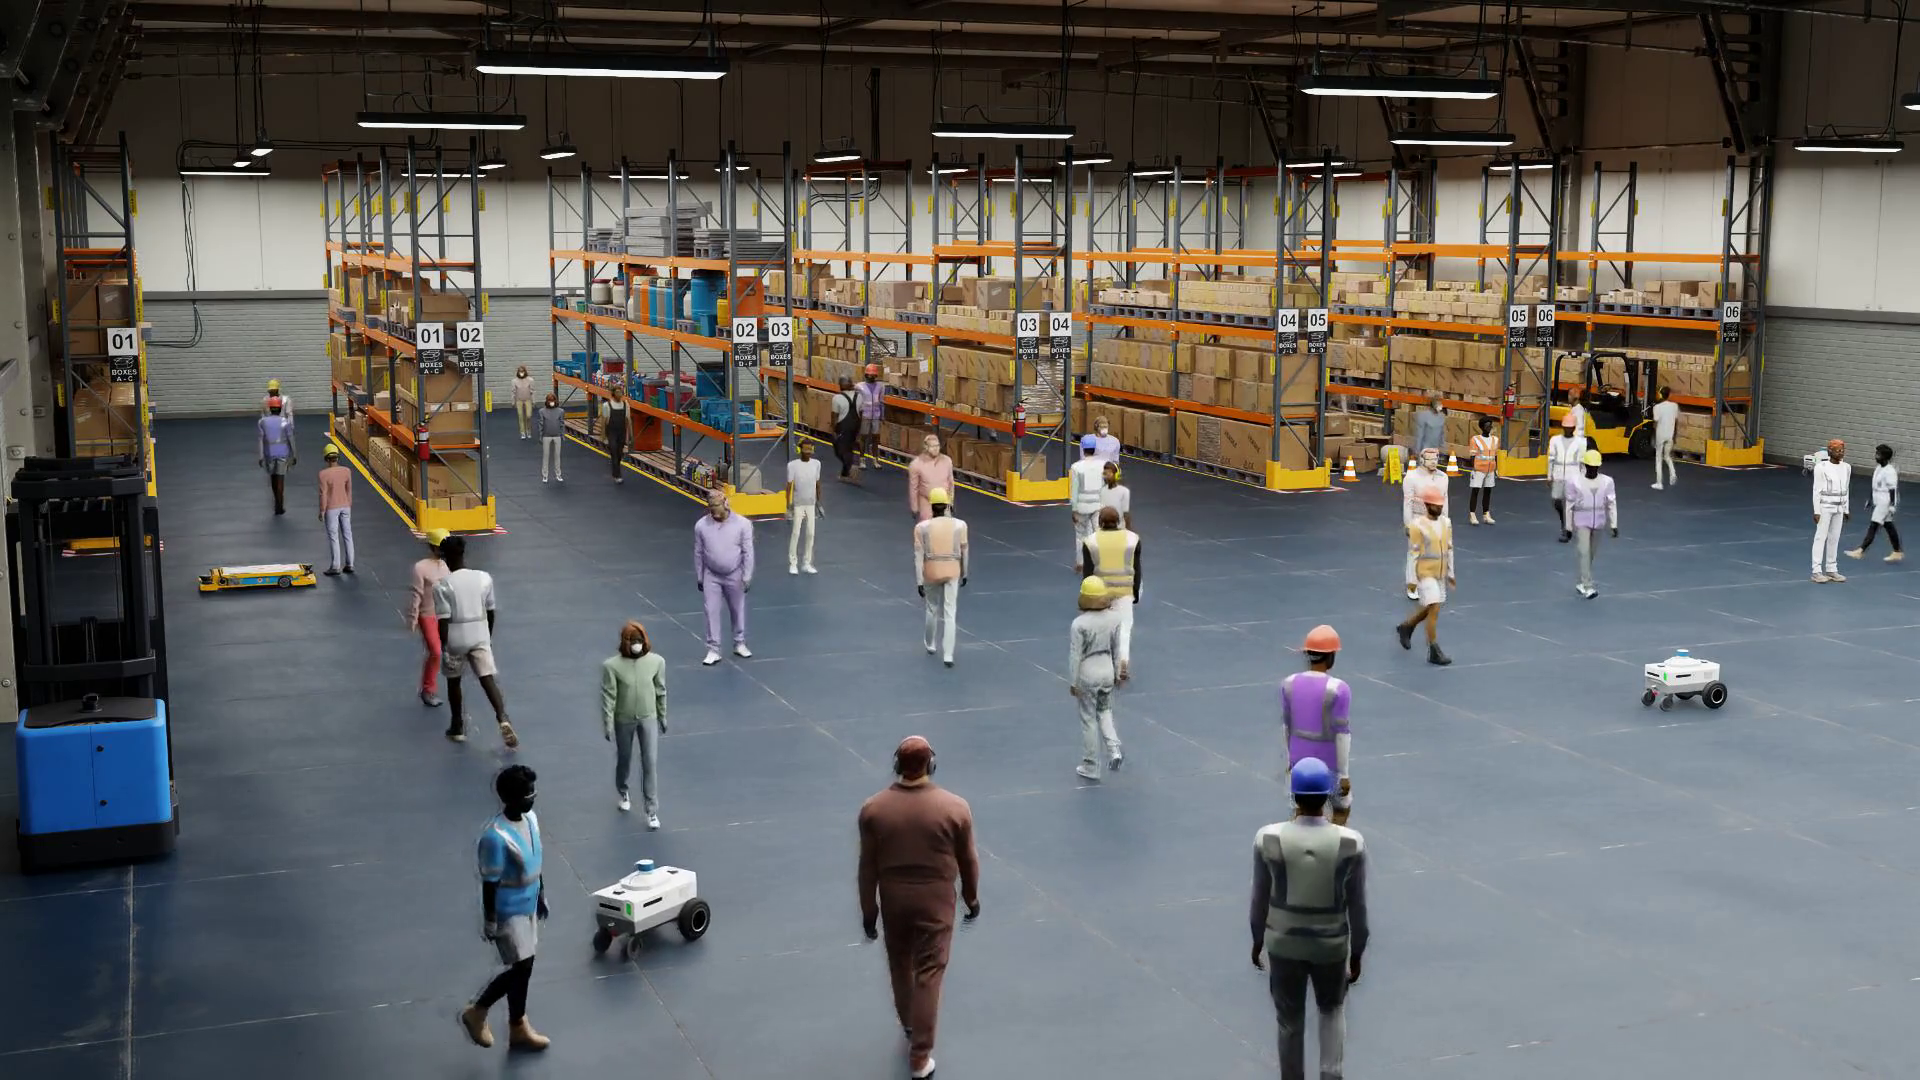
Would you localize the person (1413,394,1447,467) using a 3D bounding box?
[{"bbox_3d":[7.820,-1.483,34.832,0.637,1.916,0.455,-7,11,-41],"label":"person"}]

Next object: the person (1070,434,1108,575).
[{"bbox_3d":[1.764,-0.453,27.946,0.616,1.922,0.880,-2,9,-13],"label":"person"}]

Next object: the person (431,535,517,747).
[{"bbox_3d":[-4.395,0.921,18.862,0.626,1.924,0.986,-6,10,-35],"label":"person"}]

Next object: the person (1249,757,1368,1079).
[{"bbox_3d":[1.811,2.090,10.925,0.604,1.932,0.431,1,9,7],"label":"person"}]

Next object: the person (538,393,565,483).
[{"bbox_3d":[-7.481,-1.879,38.377,0.497,1.635,0.286,-3,9,-21],"label":"person"}]

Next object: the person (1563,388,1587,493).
[{"bbox_3d":[10.842,-1.731,36.647,0.780,1.864,0.573,1,9,6],"label":"person"}]

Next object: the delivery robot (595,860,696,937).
[{"bbox_3d":[-2.052,2.336,13.694,0.477,0.478,0.707,6,10,33],"label":"delivery robot"}]

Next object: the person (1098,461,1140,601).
[{"bbox_3d":[1.910,-0.051,25.478,0.530,1.854,0.716,8,12,44],"label":"person"}]

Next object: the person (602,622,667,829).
[{"bbox_3d":[-2.579,1.415,16.569,0.516,1.595,0.846,-3,9,-17],"label":"person"}]

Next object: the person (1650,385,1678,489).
[{"bbox_3d":[12.563,-1.823,37.291,0.549,1.853,0.477,-2,9,-13],"label":"person"}]

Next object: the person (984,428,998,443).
[{"bbox_3d":[0.570,-2.997,45.292,0.590,1.790,0.887,-2,9,-12],"label":"person"}]

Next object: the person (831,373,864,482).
[{"bbox_3d":[-2.051,-2.035,38.219,0.692,2.000,0.758,-7,11,-40],"label":"person"}]

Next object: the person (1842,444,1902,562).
[{"bbox_3d":[12.753,-0.505,29.128,0.855,1.649,0.555,1,9,6],"label":"person"}]

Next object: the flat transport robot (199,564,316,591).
[{"bbox_3d":[-9.181,0.476,27.349,1.431,0.197,0.652,-3,9,-21],"label":"flat transport robot"}]

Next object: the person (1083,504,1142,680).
[{"bbox_3d":[1.571,0.543,21.638,0.617,1.822,0.797,0,9,3],"label":"person"}]

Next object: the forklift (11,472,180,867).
[{"bbox_3d":[-6.630,0.886,15.957,1.129,2.768,1.873,-3,9,-21],"label":"forklift"}]

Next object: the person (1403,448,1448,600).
[{"bbox_3d":[5.883,-0.210,26.354,0.640,1.909,0.409,-3,9,-21],"label":"person"}]

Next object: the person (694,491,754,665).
[{"bbox_3d":[-2.536,0.382,22.602,0.663,1.867,0.691,0,9,3],"label":"person"}]

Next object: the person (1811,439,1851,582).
[{"bbox_3d":[11.501,-0.389,27.625,0.574,1.883,0.356,-3,9,-21],"label":"person"}]

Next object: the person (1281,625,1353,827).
[{"bbox_3d":[2.538,1.540,14.638,0.581,1.917,0.608,7,11,41],"label":"person"}]

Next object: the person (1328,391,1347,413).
[{"bbox_3d":[8.932,-3.761,49.896,0.620,1.938,1.036,-3,9,-19],"label":"person"}]

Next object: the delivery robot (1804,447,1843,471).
[{"bbox_3d":[16.167,-1.491,39.209,0.707,0.478,0.477,-3,9,-21],"label":"delivery robot"}]

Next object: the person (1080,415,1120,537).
[{"bbox_3d":[2.046,-0.845,30.483,0.629,1.940,0.373,-3,9,-21],"label":"person"}]

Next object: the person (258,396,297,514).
[{"bbox_3d":[-11.184,-1.412,34.402,0.567,1.890,0.958,0,9,-1],"label":"person"}]

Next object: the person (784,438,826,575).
[{"bbox_3d":[-2.105,-0.460,28.238,0.602,1.844,0.456,-5,10,-30],"label":"person"}]

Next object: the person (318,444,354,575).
[{"bbox_3d":[-8.413,-0.414,28.189,0.329,1.765,0.525,6,11,36],"label":"person"}]

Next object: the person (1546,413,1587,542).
[{"bbox_3d":[9.081,-0.960,31.322,0.559,1.917,0.676,4,10,27],"label":"person"}]

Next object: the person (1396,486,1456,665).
[{"bbox_3d":[5.039,0.342,22.663,0.546,1.916,0.842,-6,10,-33],"label":"person"}]

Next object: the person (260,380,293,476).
[{"bbox_3d":[-12.896,-2.130,39.569,0.597,1.793,0.921,-2,9,-11],"label":"person"}]

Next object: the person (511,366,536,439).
[{"bbox_3d":[-9.596,-3.016,46.001,0.534,1.613,0.531,-2,9,-10],"label":"person"}]

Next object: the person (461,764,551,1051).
[{"bbox_3d":[-2.545,2.079,11.829,0.405,1.678,0.532,2,9,11],"label":"person"}]

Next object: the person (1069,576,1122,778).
[{"bbox_3d":[1.138,1.159,17.772,0.503,1.730,0.379,-5,10,-29],"label":"person"}]

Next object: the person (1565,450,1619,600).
[{"bbox_3d":[7.954,-0.194,26.353,0.595,1.871,1.020,0,9,-3],"label":"person"}]

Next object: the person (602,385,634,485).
[{"bbox_3d":[-6.186,-1.900,37.987,0.529,1.792,0.951,-5,10,-29],"label":"person"}]

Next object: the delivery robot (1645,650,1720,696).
[{"bbox_3d":[7.063,1.317,20.489,0.707,0.478,0.477,-3,9,-21],"label":"delivery robot"}]

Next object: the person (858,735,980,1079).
[{"bbox_3d":[-0.208,2.003,11.758,0.645,1.864,0.964,2,9,12],"label":"person"}]

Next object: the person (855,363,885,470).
[{"bbox_3d":[-1.721,-2.383,40.380,0.606,2.046,0.369,-3,9,-21],"label":"person"}]

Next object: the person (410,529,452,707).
[{"bbox_3d":[-5.099,0.753,20.447,0.502,1.736,0.544,6,10,34],"label":"person"}]

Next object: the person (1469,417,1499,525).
[{"bbox_3d":[8.235,-1.090,32.922,0.532,1.696,0.319,-3,9,-21],"label":"person"}]

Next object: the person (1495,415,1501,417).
[{"bbox_3d":[11.811,-3.024,45.636,0.544,1.750,0.436,-7,11,-40],"label":"person"}]

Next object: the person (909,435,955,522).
[{"bbox_3d":[-0.377,-0.486,28.224,0.669,1.893,0.487,-4,10,-27],"label":"person"}]

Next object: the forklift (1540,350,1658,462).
[{"bbox_3d":[12.897,-2.725,42.309,2.313,2.155,1.214,-3,9,-21],"label":"forklift"}]

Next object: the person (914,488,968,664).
[{"bbox_3d":[-0.205,0.370,22.605,0.593,1.873,1.007,-1,9,-4],"label":"person"}]
